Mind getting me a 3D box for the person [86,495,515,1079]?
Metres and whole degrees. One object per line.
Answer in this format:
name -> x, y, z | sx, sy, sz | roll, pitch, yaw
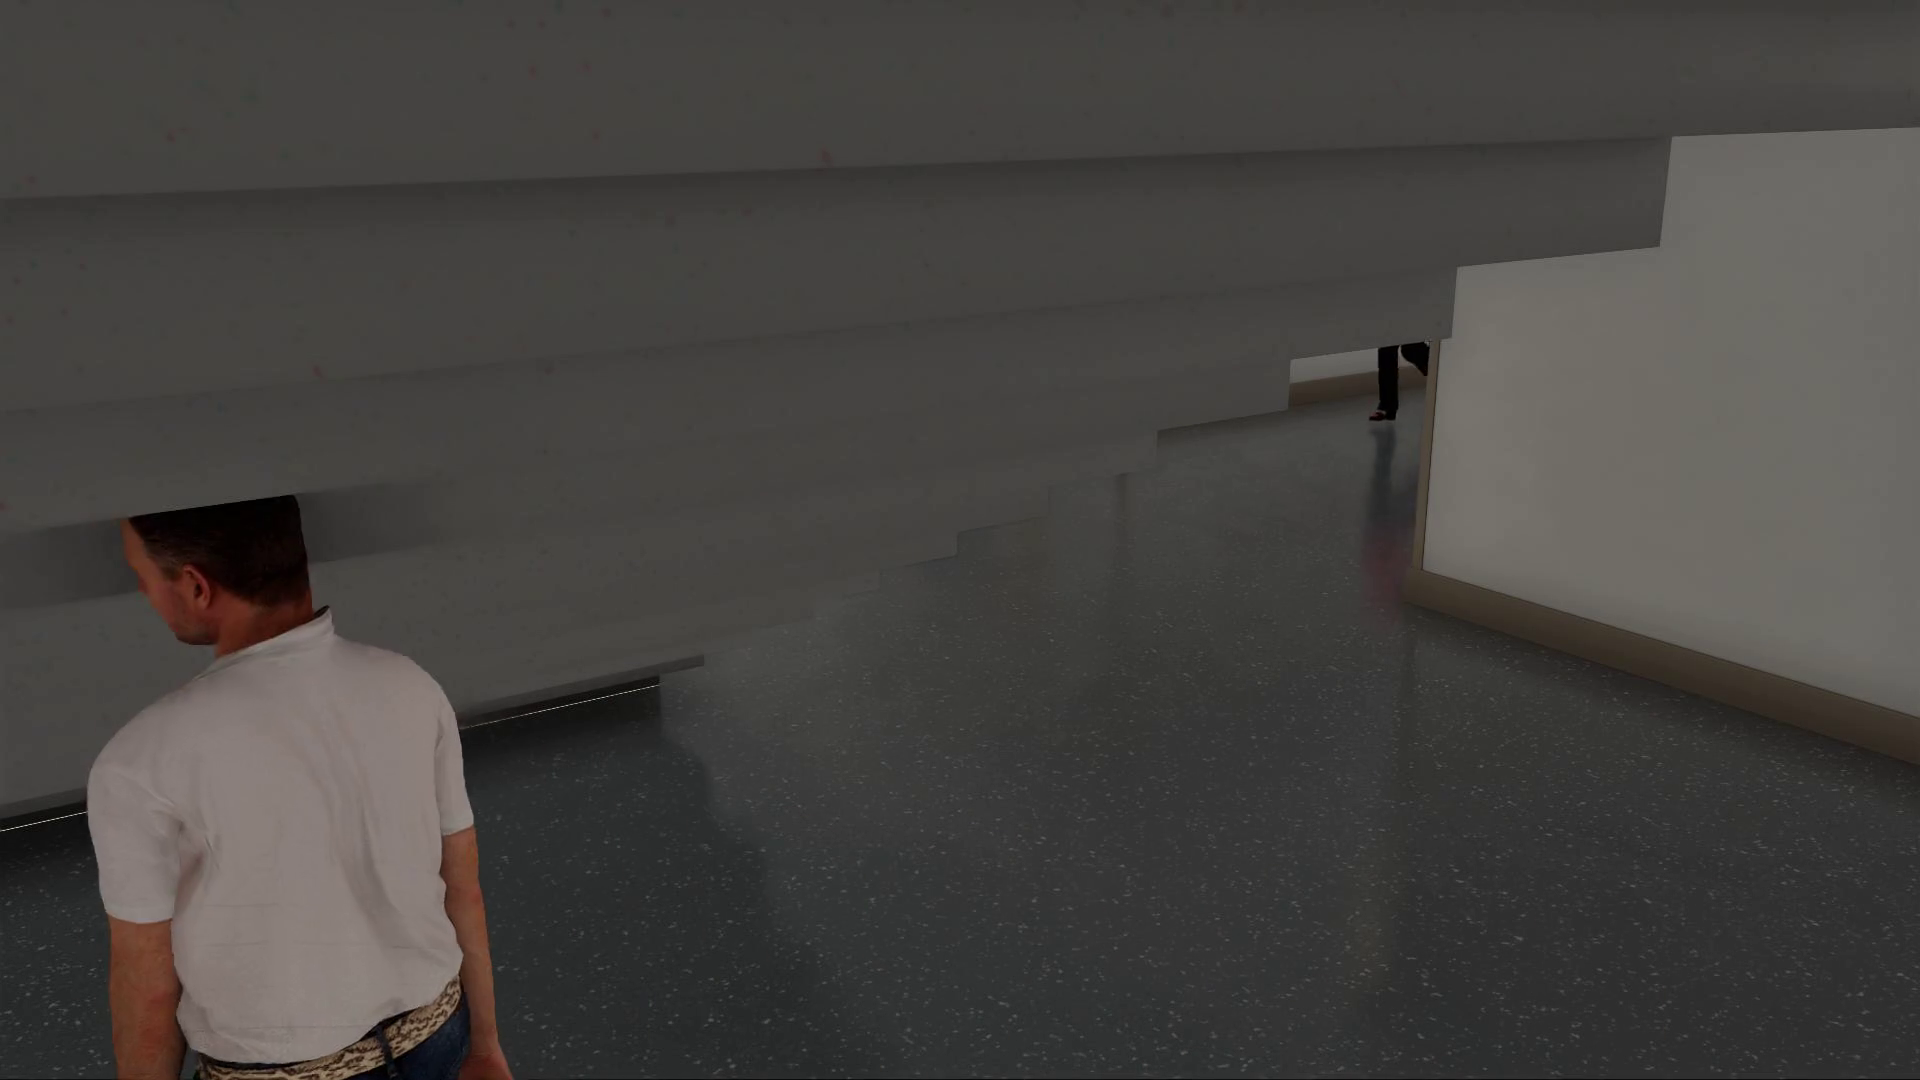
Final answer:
person -> -0.778, 0.801, 2.197 | 1.243, 1.809, 0.900 | 13, 20, 38
